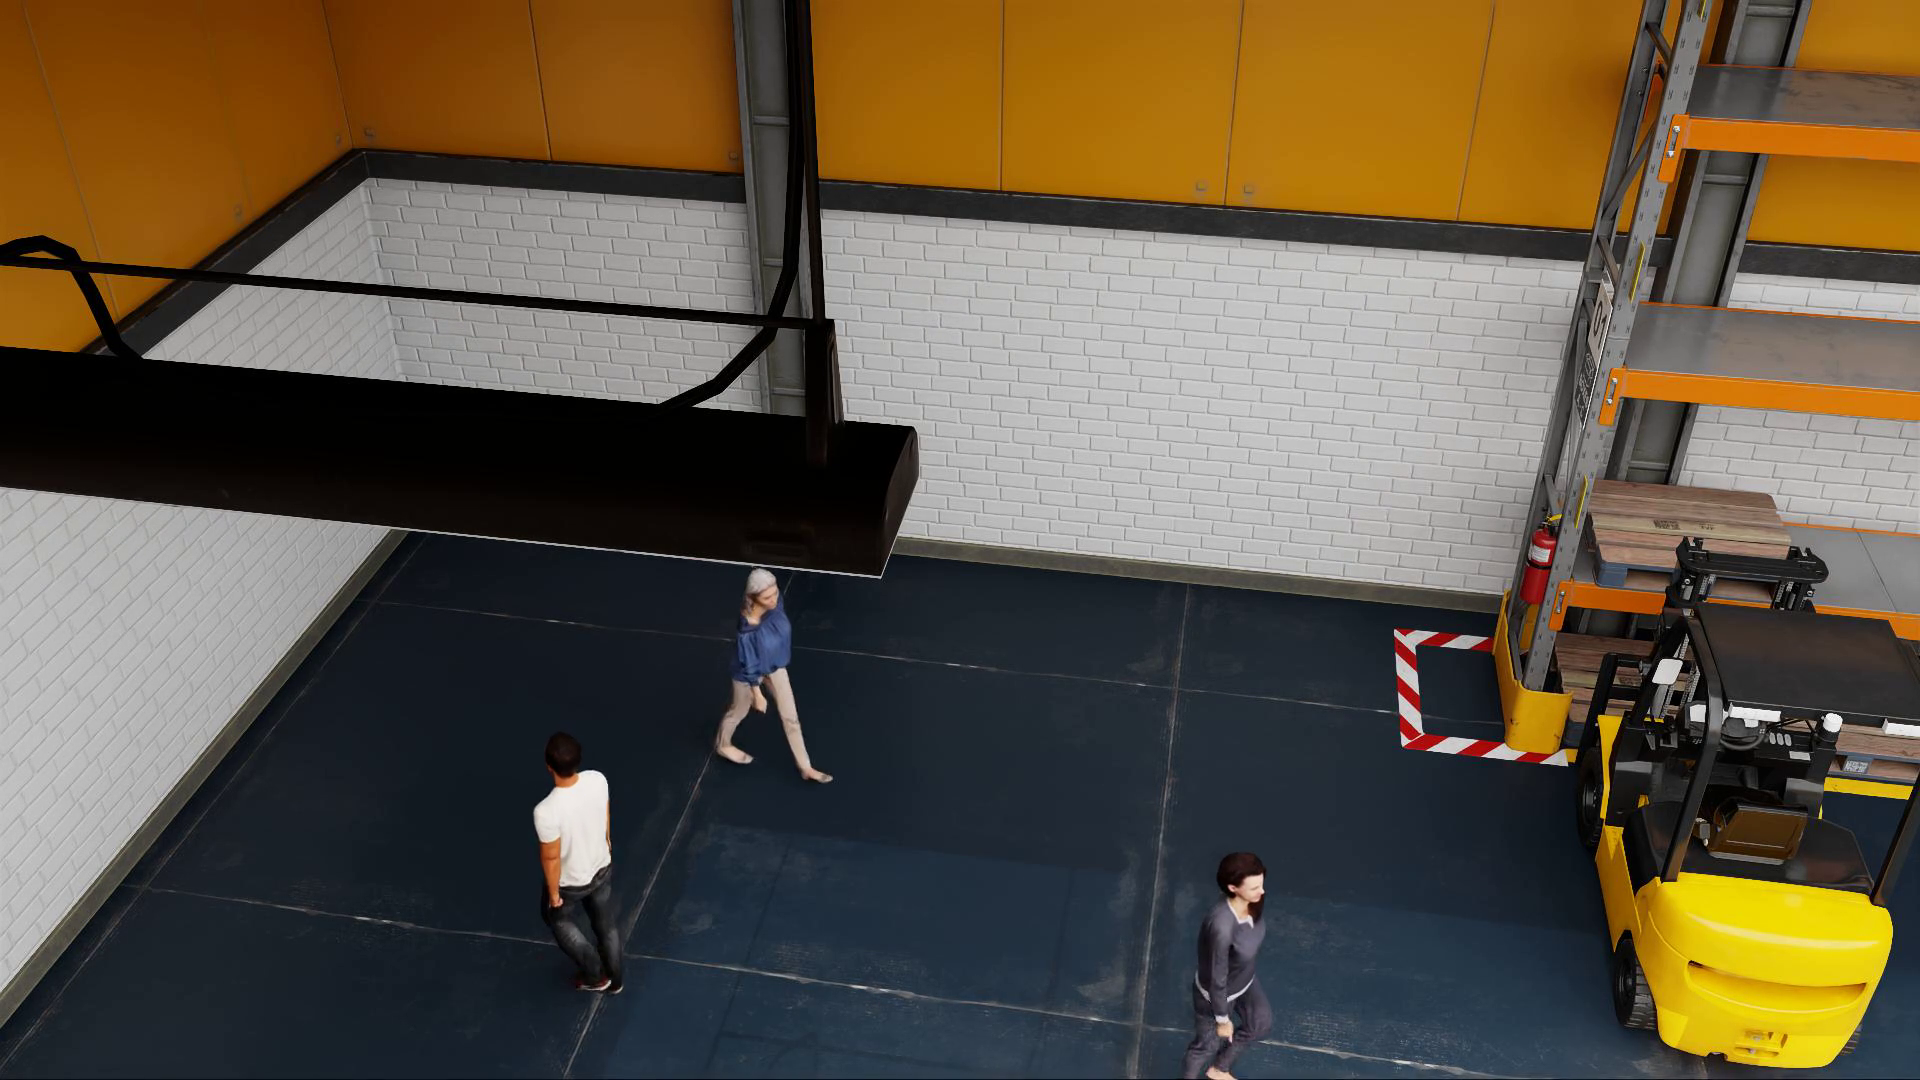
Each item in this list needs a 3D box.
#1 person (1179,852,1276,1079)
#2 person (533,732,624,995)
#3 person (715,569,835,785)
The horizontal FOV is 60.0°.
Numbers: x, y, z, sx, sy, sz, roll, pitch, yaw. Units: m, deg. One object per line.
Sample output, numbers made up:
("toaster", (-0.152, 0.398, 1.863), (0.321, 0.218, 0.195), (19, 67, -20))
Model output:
("person", (1.245, 2.186, 8.300), (0.759, 1.755, 0.734), (18, 38, 25))
("person", (-1.971, 1.796, 8.863), (0.764, 1.792, 0.758), (23, 40, 30))
("person", (-1.327, 0.828, 10.456), (1.192, 1.640, 0.890), (16, 37, 23))
